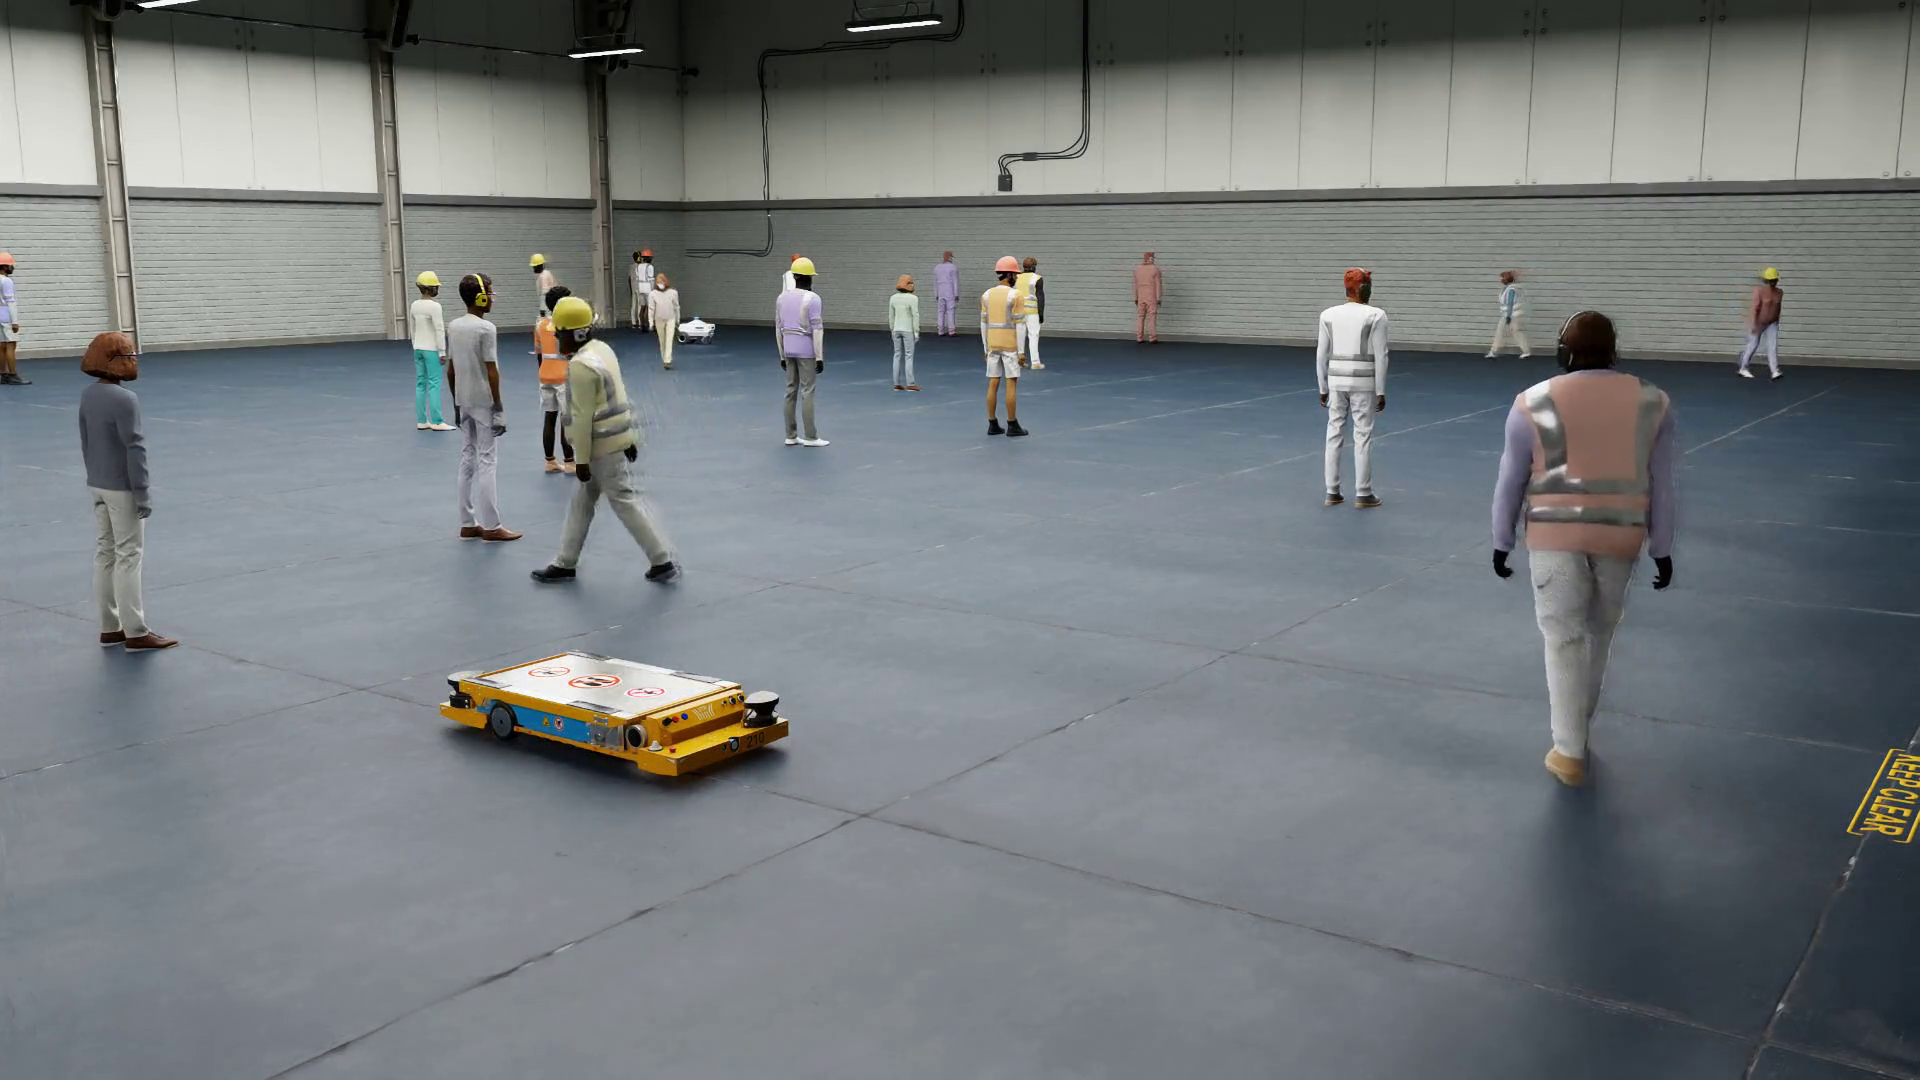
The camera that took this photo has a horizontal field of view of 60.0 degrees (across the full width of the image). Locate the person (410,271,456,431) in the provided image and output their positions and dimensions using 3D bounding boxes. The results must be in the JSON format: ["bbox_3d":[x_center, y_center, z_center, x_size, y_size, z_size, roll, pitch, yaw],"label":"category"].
[{"bbox_3d":[-5.886,-2.093,18.483,0.526,1.769,0.329,8,13,37],"label":"person"}]

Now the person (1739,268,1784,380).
[{"bbox_3d":[12.306,-3.300,25.412,0.577,1.696,0.926,-2,10,-10],"label":"person"}]

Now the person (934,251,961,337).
[{"bbox_3d":[-0.272,-5.466,36.979,0.643,1.910,0.399,8,13,37],"label":"person"}]

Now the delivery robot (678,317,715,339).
[{"bbox_3d":[-5.412,-4.340,34.197,0.707,0.478,0.477,2,10,11],"label":"delivery robot"}]

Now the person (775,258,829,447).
[{"bbox_3d":[-1.621,-1.916,17.038,0.589,1.928,0.386,8,13,37],"label":"person"}]

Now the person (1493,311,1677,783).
[{"bbox_3d":[2.453,-0.002,6.644,0.657,1.804,0.845,1,10,5],"label":"person"}]

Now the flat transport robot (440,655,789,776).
[{"bbox_3d":[-1.478,0.700,7.023,1.431,0.197,0.652,7,12,35],"label":"flat transport robot"}]

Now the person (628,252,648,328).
[{"bbox_3d":[-7.920,-6.140,40.857,0.517,1.873,0.334,8,13,37],"label":"person"}]

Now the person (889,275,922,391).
[{"bbox_3d":[-0.778,-2.915,23.457,0.501,1.633,0.285,8,13,37],"label":"person"}]

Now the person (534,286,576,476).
[{"bbox_3d":[-3.589,-1.423,14.923,0.536,1.697,0.322,8,13,37],"label":"person"}]

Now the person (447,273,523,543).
[{"bbox_3d":[-3.355,-0.918,11.609,0.517,1.873,0.334,8,13,37],"label":"person"}]

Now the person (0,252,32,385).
[{"bbox_3d":[-13.987,-3.243,24.439,0.547,1.938,0.377,8,13,37],"label":"person"}]

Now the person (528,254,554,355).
[{"bbox_3d":[-7.614,-4.303,30.548,0.831,1.876,0.603,-4,11,-24],"label":"person"}]

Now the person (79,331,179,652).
[{"bbox_3d":[-4.296,-0.247,8.512,0.501,1.633,0.285,8,13,37],"label":"person"}]

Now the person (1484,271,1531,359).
[{"bbox_3d":[9.901,-4.042,29.918,0.836,1.578,0.550,-1,10,-3],"label":"person"}]

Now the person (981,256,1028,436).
[{"bbox_3d":[0.486,-2.086,17.972,0.547,1.934,0.375,8,13,37],"label":"person"}]

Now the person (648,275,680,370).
[{"bbox_3d":[-4.872,-3.582,27.389,0.506,1.556,0.928,-2,10,-8],"label":"person"}]

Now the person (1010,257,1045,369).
[{"bbox_3d":[1.142,-3.754,27.573,0.624,1.845,0.430,8,13,37],"label":"person"}]

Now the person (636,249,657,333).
[{"bbox_3d":[-7.292,-5.794,38.744,0.547,1.934,0.375,8,13,37],"label":"person"}]

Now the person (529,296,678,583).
[{"bbox_3d":[-2.159,-0.594,10.113,0.903,1.768,0.630,-1,10,-3],"label":"person"}]

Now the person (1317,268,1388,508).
[{"bbox_3d":[3.096,-1.196,13.133,0.575,1.882,0.360,8,13,37],"label":"person"}]

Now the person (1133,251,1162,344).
[{"bbox_3d":[3.903,-5.021,34.498,0.643,1.905,0.399,8,13,37],"label":"person"}]

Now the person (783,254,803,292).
[{"bbox_3d":[-2.908,-4.153,29.695,0.575,1.882,0.360,8,13,37],"label":"person"}]
